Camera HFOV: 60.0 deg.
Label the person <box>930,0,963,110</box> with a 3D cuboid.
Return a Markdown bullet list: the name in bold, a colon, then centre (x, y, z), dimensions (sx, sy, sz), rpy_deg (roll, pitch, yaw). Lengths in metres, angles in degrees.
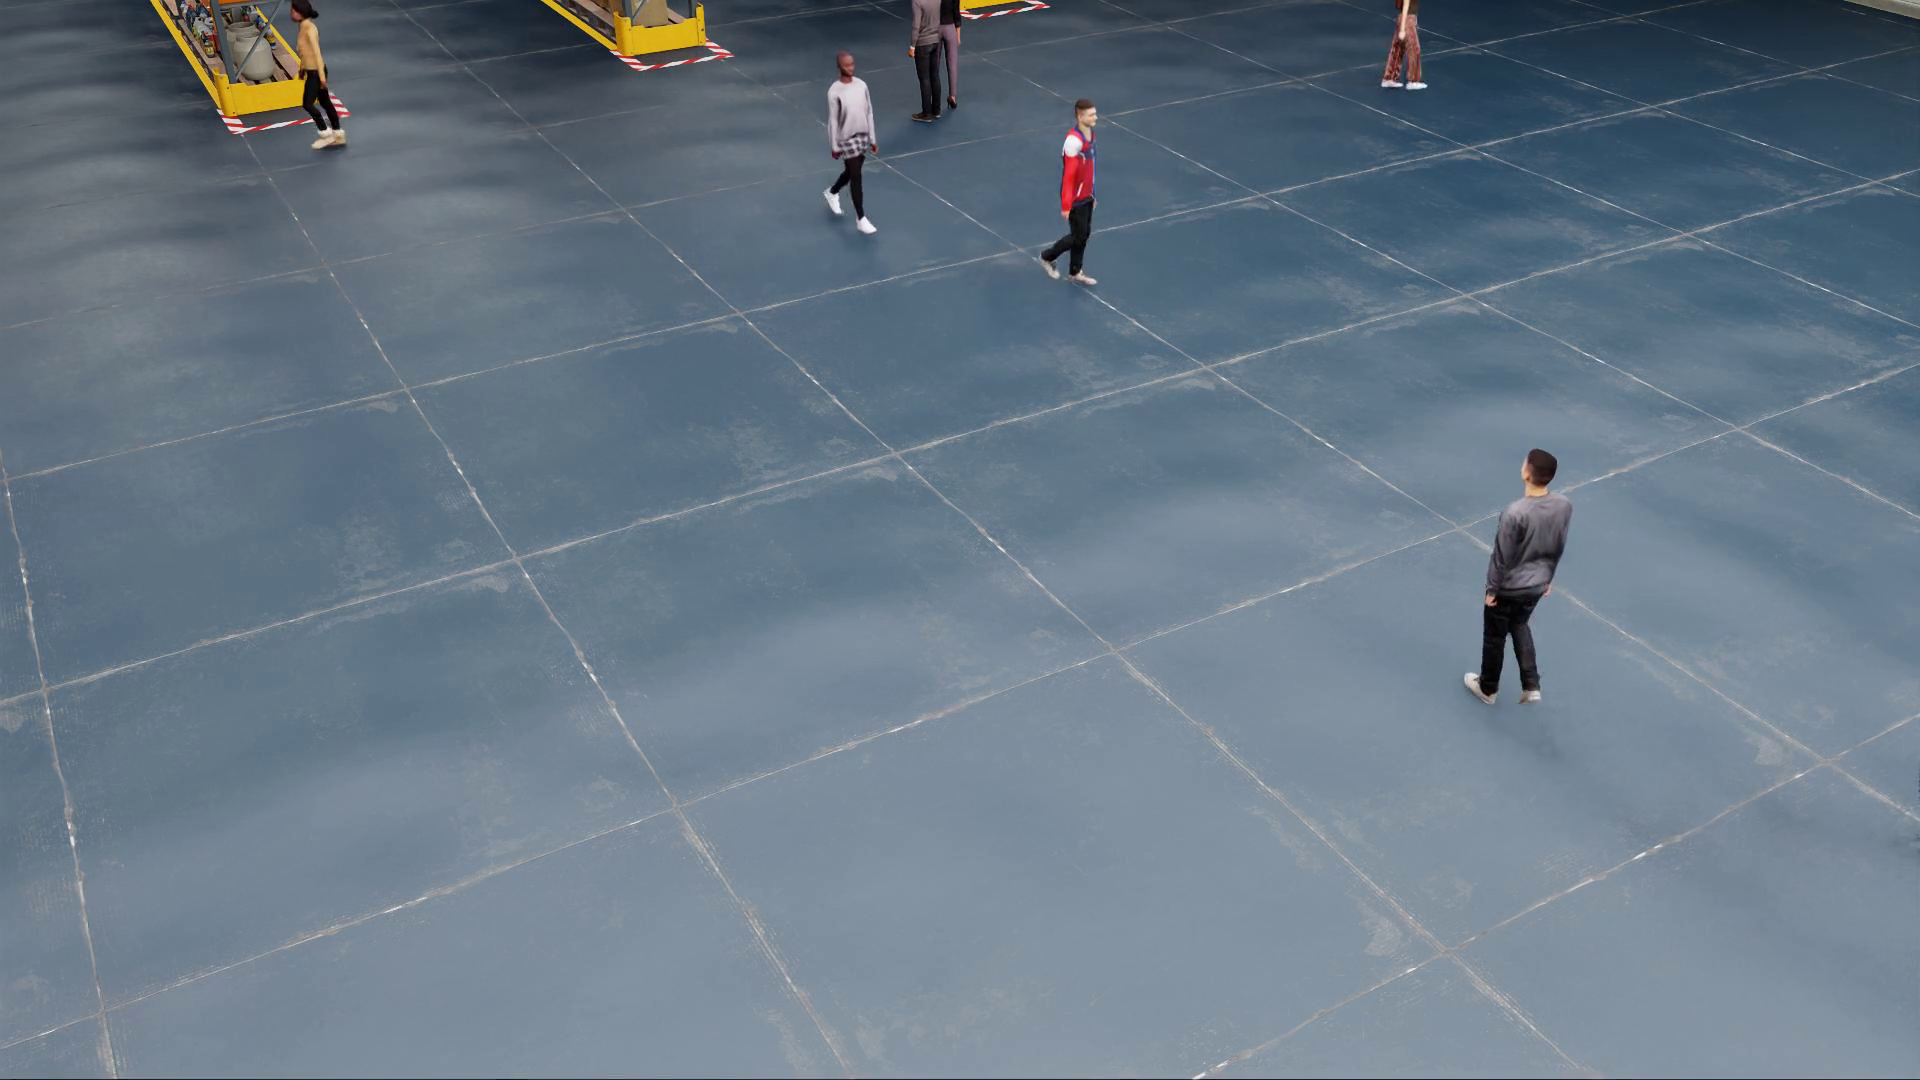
- **person**: centre (-0.206, -5.933, 19.654), dimensions (0.674, 1.672, 0.700), rpy_deg (3, 32, 5)

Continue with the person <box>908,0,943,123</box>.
- **person**: centre (-0.384, -5.756, 19.281), dimensions (0.662, 1.769, 0.709), rpy_deg (28, 42, 37)

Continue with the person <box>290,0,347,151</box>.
- **person**: centre (-7.082, -5.190, 18.501), dimensions (0.703, 1.645, 0.603), rpy_deg (-10, 34, -16)

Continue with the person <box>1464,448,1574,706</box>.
- **person**: centre (3.308, 0.290, 9.711), dimensions (0.714, 1.755, 0.857), rpy_deg (-10, 34, -16)

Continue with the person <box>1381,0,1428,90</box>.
- **person**: centre (5.382, -6.318, 20.377), dimensions (0.900, 1.551, 0.821), rpy_deg (11, 34, 17)

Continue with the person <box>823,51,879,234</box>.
- **person**: centre (-1.123, -3.972, 16.479), dimensions (0.776, 1.743, 1.182), rpy_deg (-26, 40, -35)

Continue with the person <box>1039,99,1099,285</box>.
- **person**: centre (0.995, -3.166, 15.197), dimensions (0.922, 1.746, 0.849), rpy_deg (13, 35, 20)
